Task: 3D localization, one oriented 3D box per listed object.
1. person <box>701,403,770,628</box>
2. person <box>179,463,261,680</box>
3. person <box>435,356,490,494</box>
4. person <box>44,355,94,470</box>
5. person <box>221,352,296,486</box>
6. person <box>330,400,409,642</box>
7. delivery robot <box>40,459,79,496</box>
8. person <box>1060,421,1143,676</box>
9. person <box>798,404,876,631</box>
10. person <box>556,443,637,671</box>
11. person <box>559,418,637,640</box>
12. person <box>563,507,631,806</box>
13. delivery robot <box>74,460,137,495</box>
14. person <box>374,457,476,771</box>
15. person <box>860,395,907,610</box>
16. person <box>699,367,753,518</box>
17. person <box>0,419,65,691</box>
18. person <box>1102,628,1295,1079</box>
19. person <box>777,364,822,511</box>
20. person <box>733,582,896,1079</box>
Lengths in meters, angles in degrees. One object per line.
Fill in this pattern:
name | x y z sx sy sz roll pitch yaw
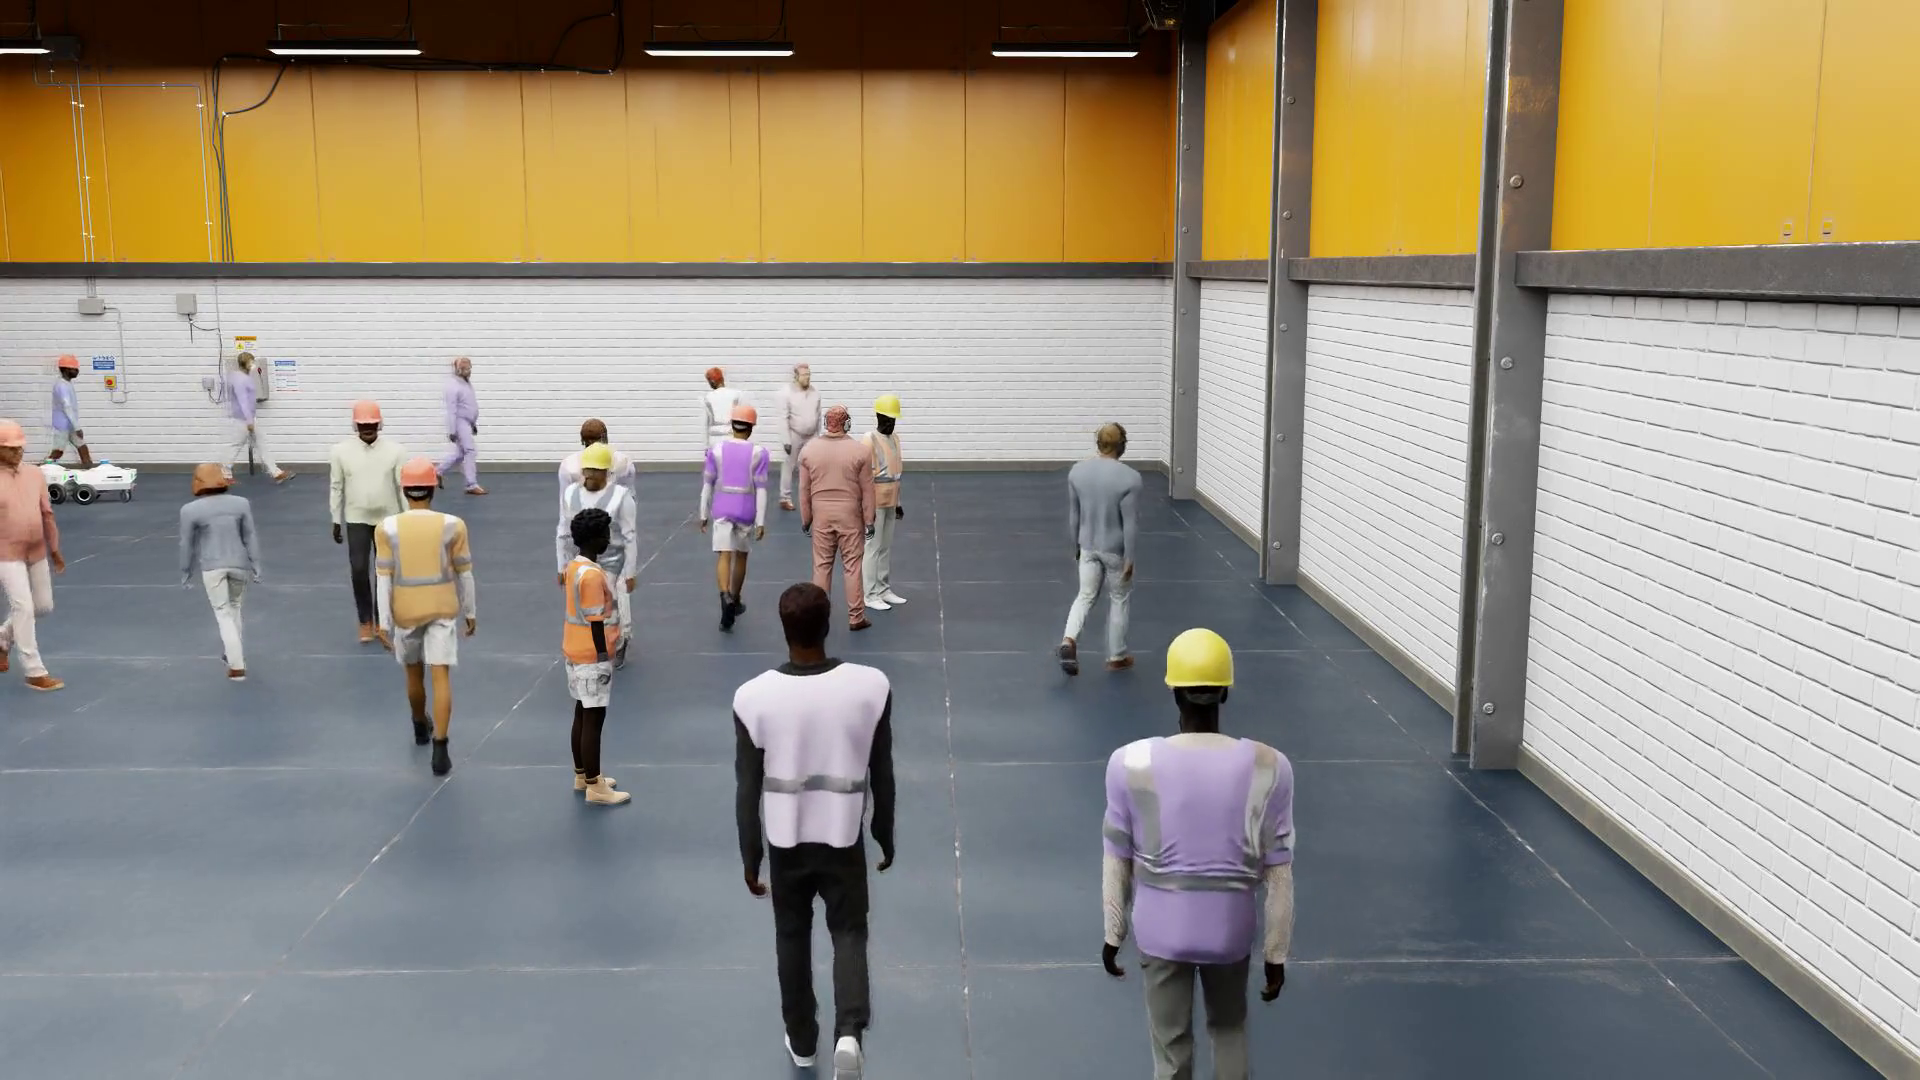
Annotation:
person | -1.934 -0.218 14.234 0.591 1.893 0.905 0 9 1
person | -5.533 0.223 12.389 0.520 1.588 0.795 -9 13 -43
person | -6.748 -1.534 22.331 0.723 1.877 0.648 -1 9 -3
person | -12.086 -1.562 22.527 1.030 1.877 0.551 -3 10 -20
person | -9.909 -1.682 23.225 1.033 1.881 0.655 -1 9 -7
person | -4.773 -0.151 13.545 0.644 1.968 0.726 -4 10 -22
delivery robot | -11.832 -0.808 21.636 0.707 0.478 0.477 2 9 11
person | 1.036 0.080 12.313 0.627 1.920 0.809 6 11 32
person | -1.018 -0.186 13.973 0.655 1.906 0.407 2 9 9
person | -2.629 0.163 12.205 0.594 1.800 0.881 3 10 18
person | -2.917 -0.063 13.437 0.619 1.839 0.430 -3 10 -20
person | -2.087 0.656 9.461 0.319 1.695 0.532 -4 10 -24
delivery robot | -11.089 -0.802 21.600 0.707 0.478 0.477 -3 10 -18
person | -3.295 0.430 10.285 0.571 1.879 1.016 -3 10 -16
person | -0.680 -0.343 14.901 0.382 1.919 0.584 4 10 25
person | -2.775 -1.164 20.185 0.745 1.855 0.358 -1 9 -4
person | -6.860 0.098 12.041 0.776 1.971 0.629 3 10 19
person | 0.741 1.229 5.280 0.584 1.913 0.415 0 9 -1
person | -1.934 -1.256 20.690 0.680 1.854 0.991 -7 12 -36
person | -0.522 1.105 6.101 0.603 1.896 0.729 -1 9 -7
